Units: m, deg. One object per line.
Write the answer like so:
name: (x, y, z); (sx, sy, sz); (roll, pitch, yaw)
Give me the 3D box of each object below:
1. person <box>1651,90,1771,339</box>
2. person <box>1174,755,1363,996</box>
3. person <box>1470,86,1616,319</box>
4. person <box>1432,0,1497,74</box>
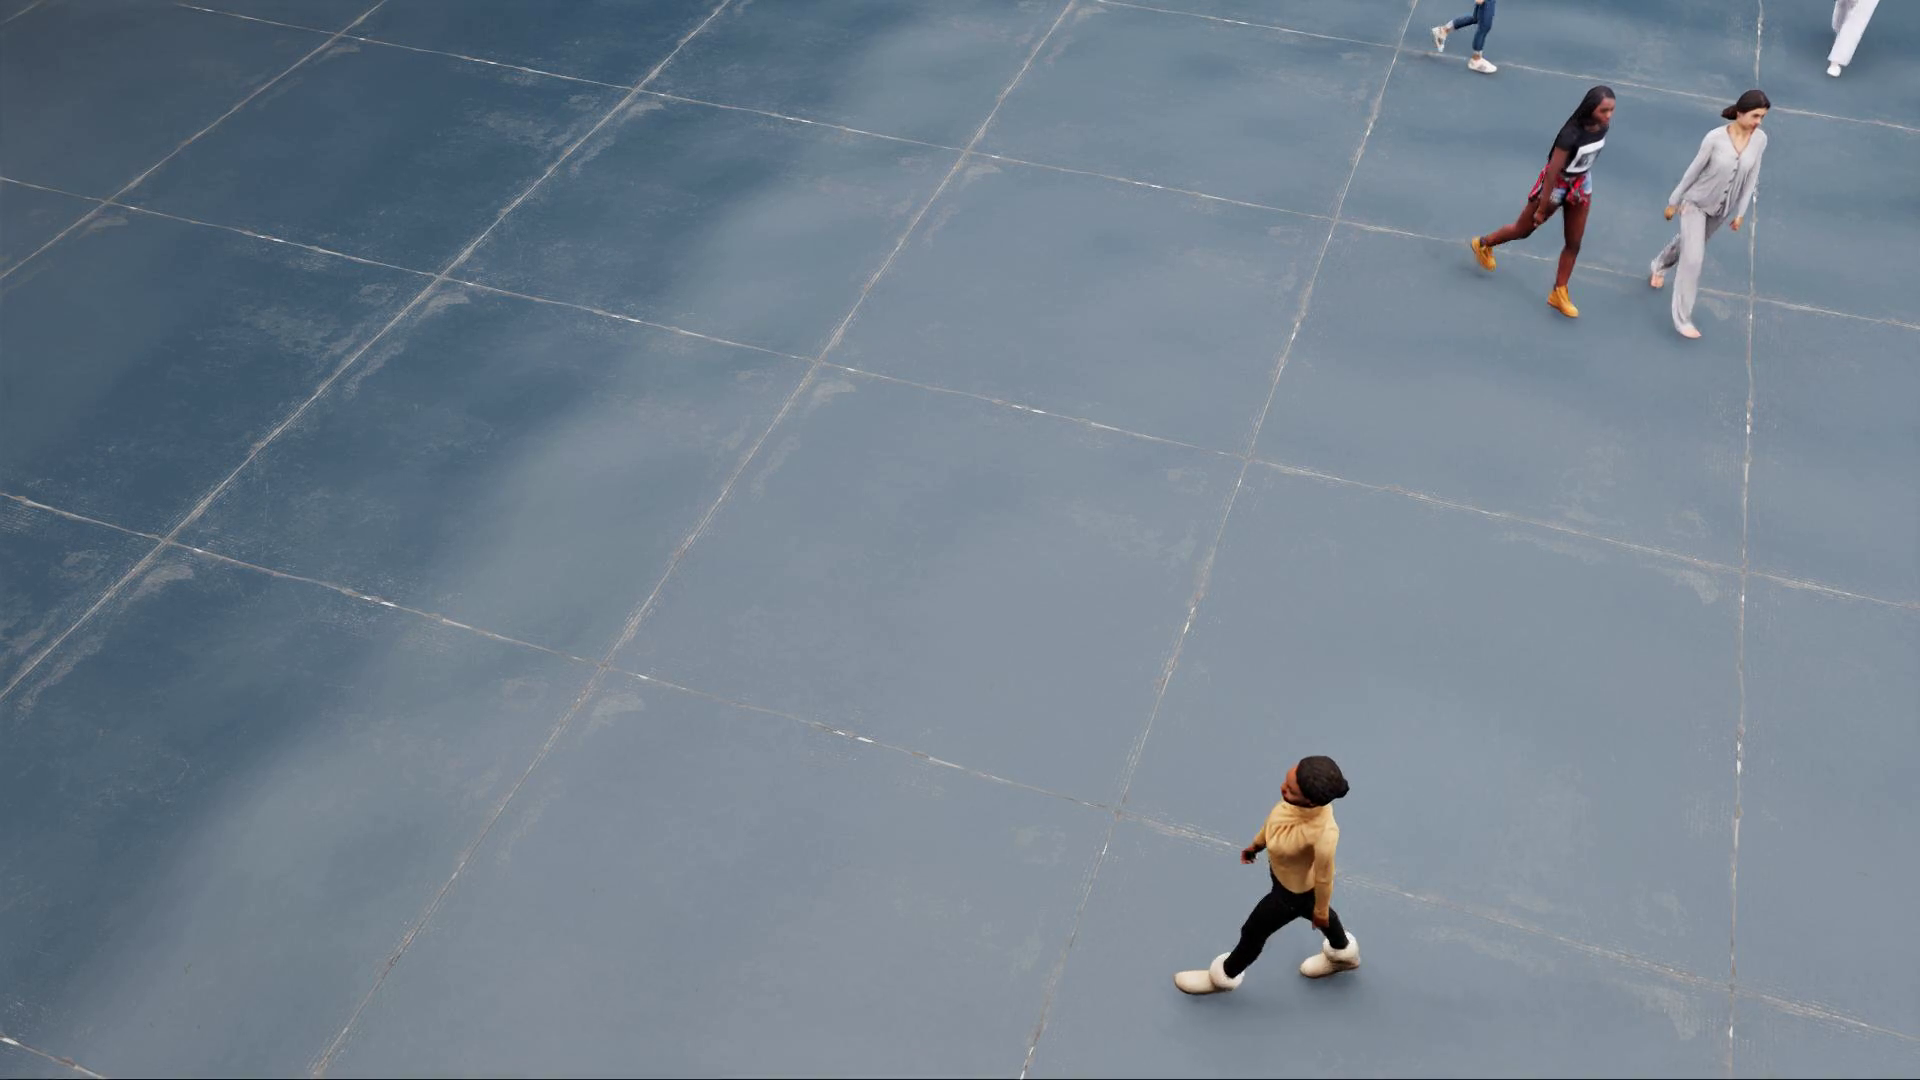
person: (5.022, -2.313, 11.281); (1.166, 1.730, 1.029); (-1, 43, -1)
person: (1.546, 1.481, 7.298); (1.181, 1.620, 0.863); (-2, 43, -2)
person: (4.029, -2.385, 11.399); (1.084, 1.674, 1.235); (-24, 48, -23)
person: (4.356, -4.668, 13.998); (0.849, 1.464, 0.608); (18, 46, 18)
